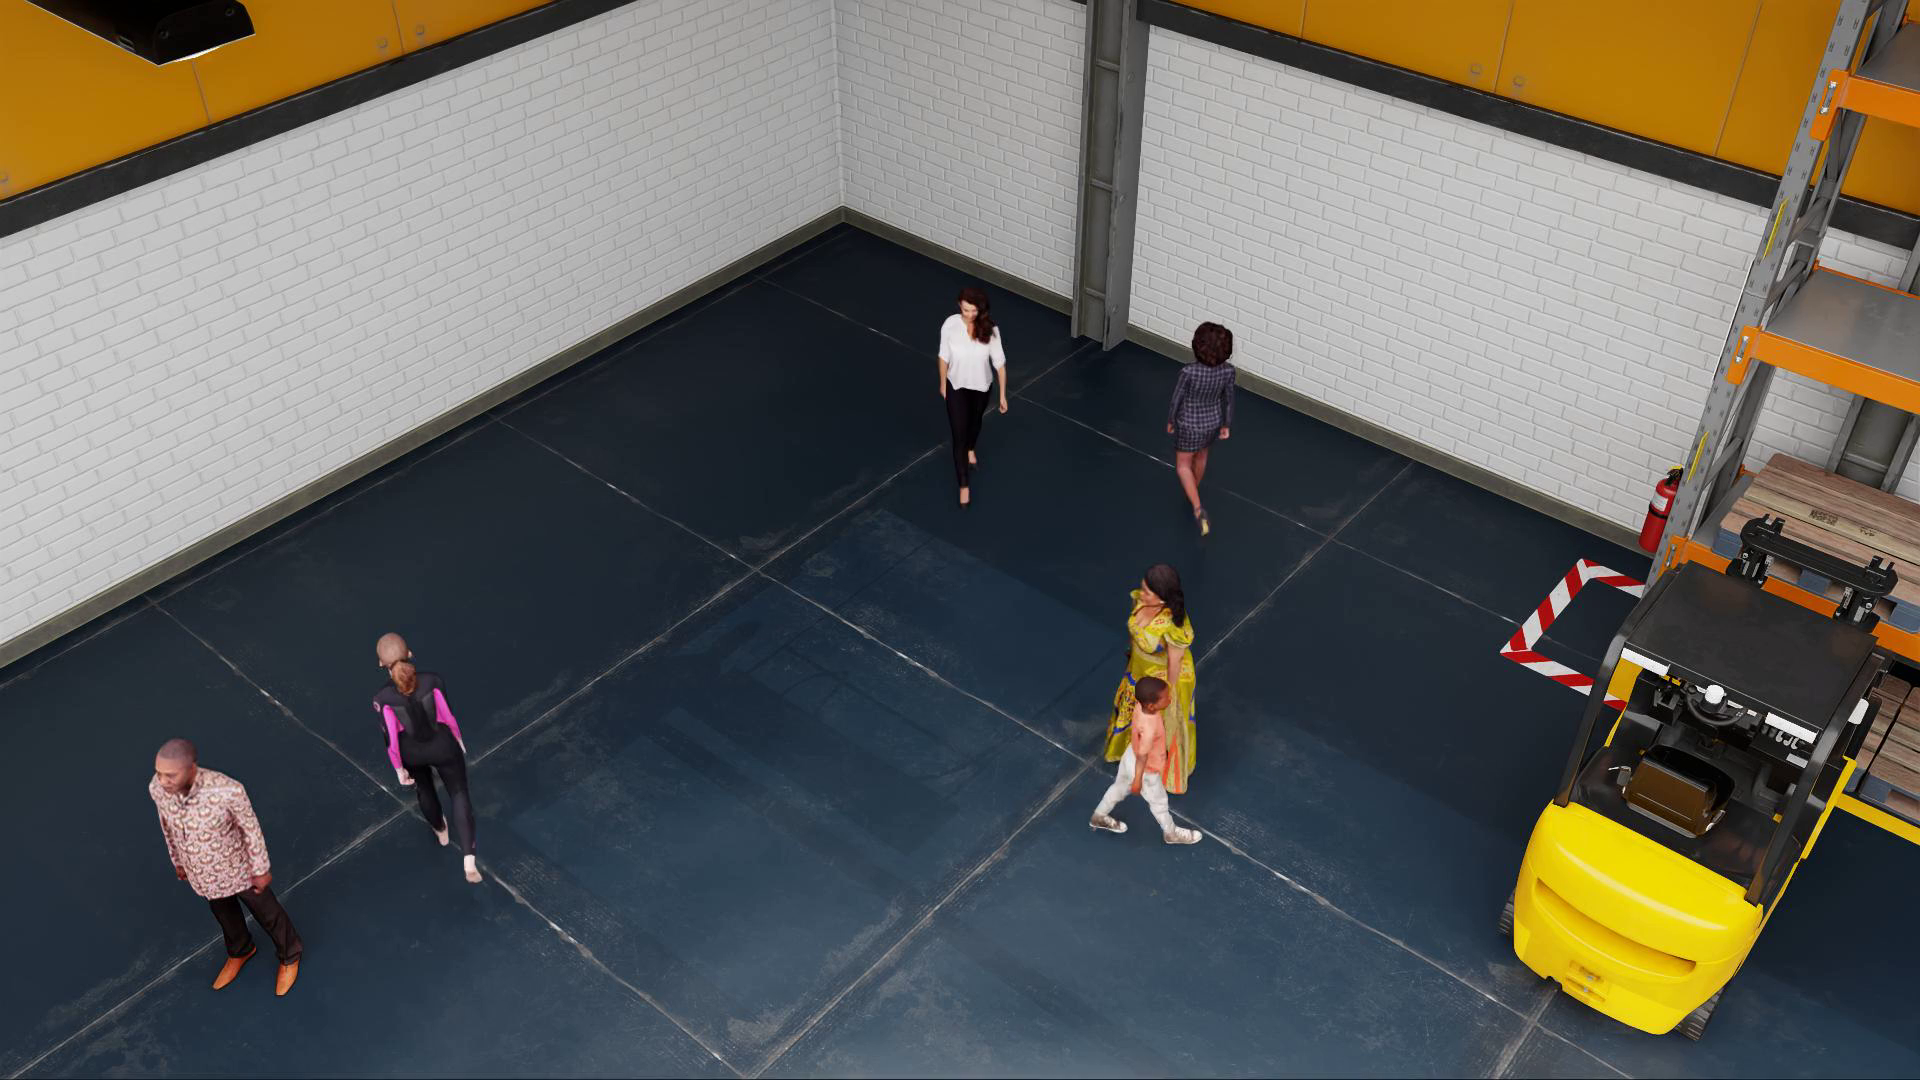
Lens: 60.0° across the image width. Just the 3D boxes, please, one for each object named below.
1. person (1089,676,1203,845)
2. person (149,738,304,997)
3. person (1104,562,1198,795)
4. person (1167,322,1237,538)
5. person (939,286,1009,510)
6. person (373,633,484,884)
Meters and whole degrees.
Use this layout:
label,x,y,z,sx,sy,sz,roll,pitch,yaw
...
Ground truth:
label,x,y,z,sx,sy,sz,roll,pitch,yaw
person,1.002,1.287,9.684,0.934,1.282,0.815,2,39,2
person,-3.873,1.692,8.755,0.723,1.808,0.843,5,39,7
person,1.199,0.787,10.014,1.056,1.652,0.902,-17,42,-20
person,1.729,-0.768,11.936,0.936,1.682,1.055,-8,39,-10
person,0.056,-1.174,12.397,1.060,1.742,1.132,-6,39,-8
person,-2.980,1.247,9.375,0.848,1.730,1.067,-16,41,-19
